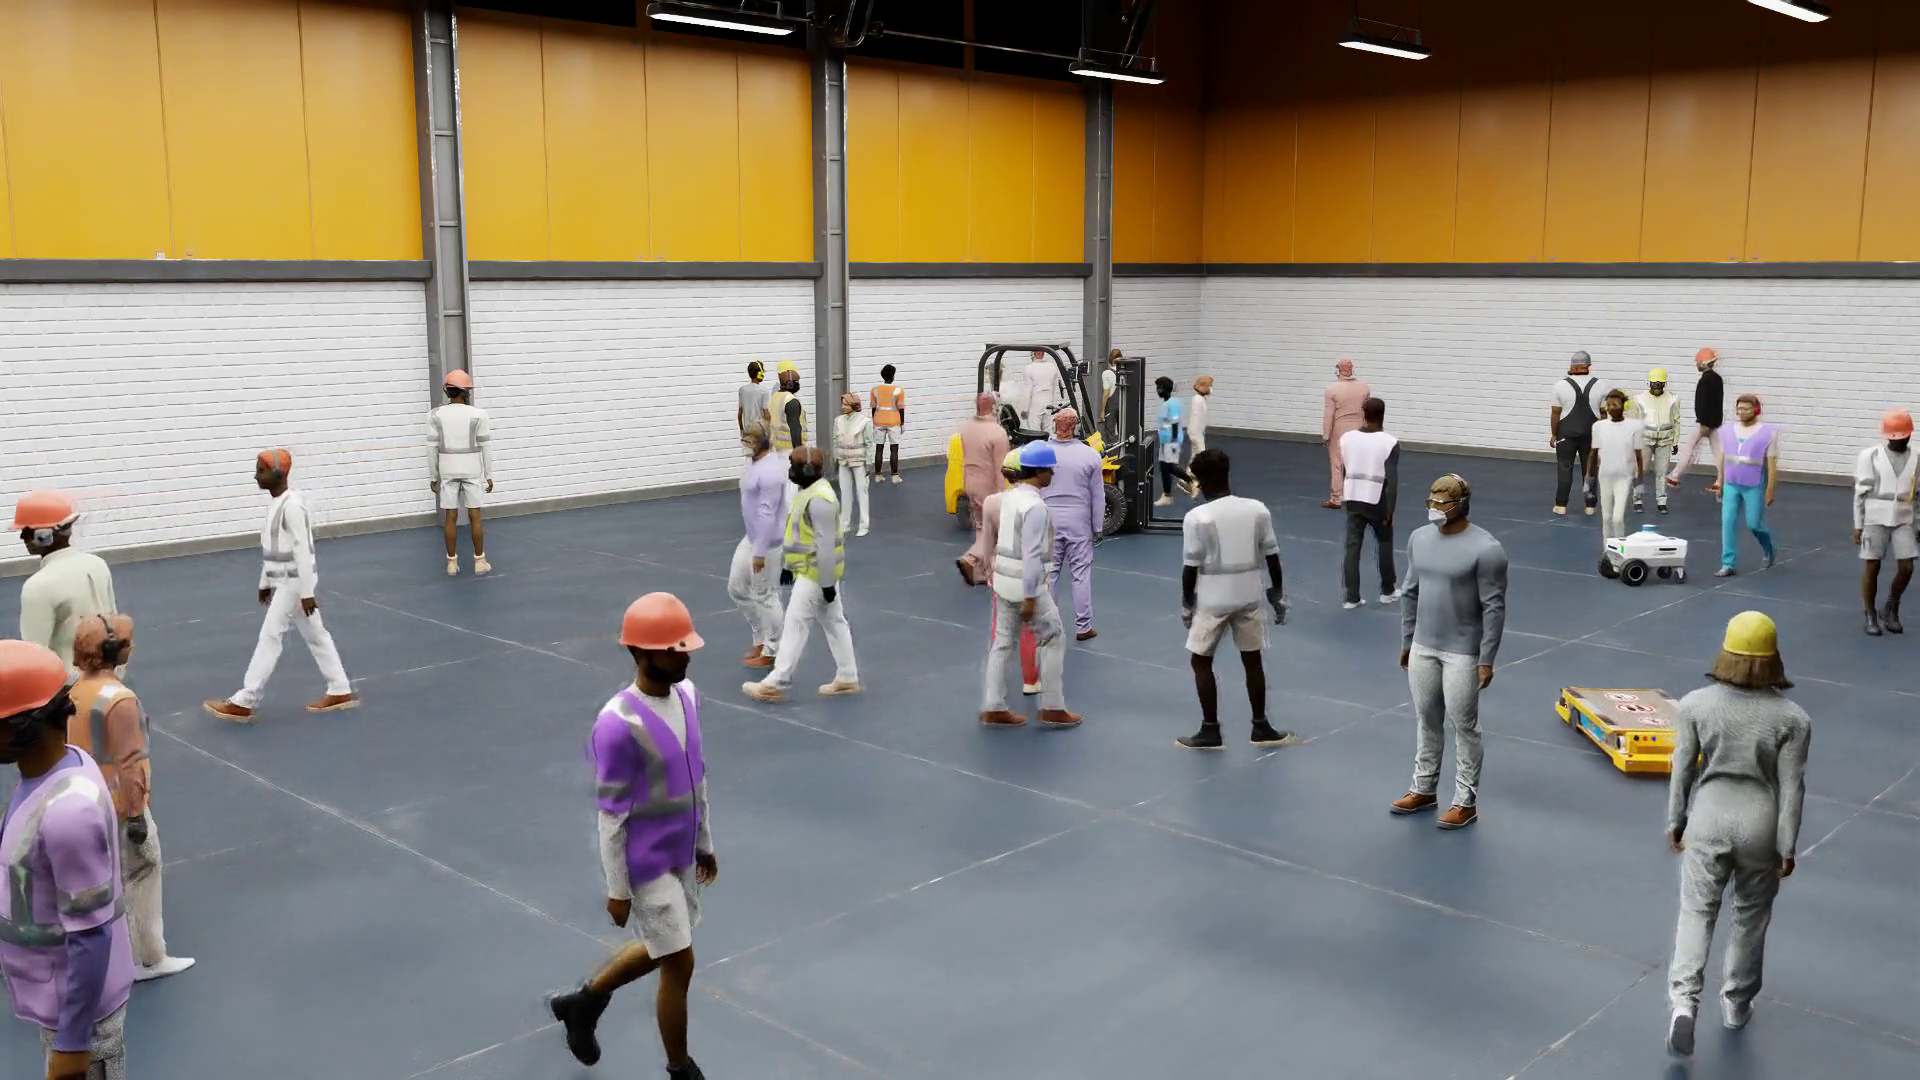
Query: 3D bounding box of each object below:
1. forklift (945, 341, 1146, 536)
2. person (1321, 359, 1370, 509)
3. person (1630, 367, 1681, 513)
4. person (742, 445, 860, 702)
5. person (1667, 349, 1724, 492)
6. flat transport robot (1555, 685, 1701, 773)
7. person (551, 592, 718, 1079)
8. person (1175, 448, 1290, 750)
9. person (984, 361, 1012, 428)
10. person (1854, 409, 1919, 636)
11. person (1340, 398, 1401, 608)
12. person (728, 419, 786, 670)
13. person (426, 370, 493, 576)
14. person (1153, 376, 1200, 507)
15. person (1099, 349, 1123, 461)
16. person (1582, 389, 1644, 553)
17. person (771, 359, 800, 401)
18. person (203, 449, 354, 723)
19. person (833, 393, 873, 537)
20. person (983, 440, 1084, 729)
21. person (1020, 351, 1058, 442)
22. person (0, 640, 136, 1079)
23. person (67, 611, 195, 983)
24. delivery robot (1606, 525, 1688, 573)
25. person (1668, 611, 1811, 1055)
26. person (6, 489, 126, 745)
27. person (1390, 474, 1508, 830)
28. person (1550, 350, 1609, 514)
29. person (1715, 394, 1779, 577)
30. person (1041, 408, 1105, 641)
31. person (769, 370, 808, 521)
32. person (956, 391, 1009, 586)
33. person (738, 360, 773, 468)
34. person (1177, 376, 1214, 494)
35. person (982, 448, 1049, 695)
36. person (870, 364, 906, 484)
[{"bbox_3d":[0.977,-1.223,19.452,2.313,2.155,1.214,2,9,11],"label":"forklift"},{"bbox_3d":[4.857,-1.340,21.075,0.638,1.901,0.402,-3,10,-19],"label":"person"},{"bbox_3d":[8.628,-1.234,20.671,0.592,1.825,0.403,2,9,11],"label":"person"},{"bbox_3d":[-1.129,0.237,11.703,0.911,1.804,0.632,-1,9,-5],"label":"person"},{"bbox_3d":[10.121,-1.639,22.780,0.619,1.940,1.009,-7,12,-38],"label":"person"},{"bbox_3d":[4.330,1.183,10.583,0.652,0.197,1.431,1,9,3],"label":"flat transport robot"},{"bbox_3d":[-1.160,1.111,5.990,0.773,1.918,0.544,3,10,19],"label":"person"},{"bbox_3d":[1.749,0.380,10.511,0.794,1.930,0.360,-3,10,-20],"label":"person"},{"bbox_3d":[0.423,-1.294,20.852,1.037,1.881,0.653,-1,9,-6],"label":"person"},{"bbox_3d":[7.655,-0.141,13.694,0.573,1.900,0.443,2,10,14],"label":"person"},{"bbox_3d":[3.743,-0.343,15.048,0.582,1.877,0.851,7,12,36],"label":"person"},{"bbox_3d":[-1.539,0.041,12.549,0.471,1.913,0.650,-4,10,-23],"label":"person"},{"bbox_3d":[-4.946,-0.664,16.493,0.616,2.040,0.373,-1,9,-8],"label":"person"},{"bbox_3d":[2.744,-1.248,21.191,0.564,1.673,0.566,-2,9,-12],"label":"person"},{"bbox_3d":[2.327,-1.944,24.940,0.517,1.844,0.332,-5,10,-28],"label":"person"},{"bbox_3d":[6.479,-0.571,16.521,0.549,1.843,0.642,8,12,39],"label":"person"},{"bbox_3d":[-2.300,-1.487,22.168,0.404,1.836,0.590,-4,10,-22],"label":"person"},{"bbox_3d":[-4.609,0.305,11.194,0.987,1.826,0.596,-5,11,-28],"label":"person"},{"bbox_3d":[-1.216,-0.853,18.894,0.515,1.636,0.315,5,11,30],"label":"person"},{"bbox_3d":[0.506,0.301,10.947,0.792,1.917,0.621,-4,10,-22],"label":"person"},{"bbox_3d":[1.173,-2.016,25.191,0.638,1.911,0.402,-7,12,-36],"label":"person"},{"bbox_3d":[-2.527,1.271,4.654,0.392,2.035,0.605,-6,11,-33],"label":"person"},{"bbox_3d":[-3.587,1.104,6.925,0.524,1.619,0.589,7,12,37],"label":"person"},{"bbox_3d":[6.647,0.096,16.095,0.707,0.478,0.477,-1,9,-7],"label":"delivery robot"},{"bbox_3d":[2.988,1.135,6.450,0.486,1.723,0.760,6,11,33],"label":"person"},{"bbox_3d":[-4.482,0.727,8.195,0.956,1.954,0.639,0,9,-1],"label":"person"},{"bbox_3d":[2.662,0.598,9.068,0.356,1.938,0.633,-6,11,-34],"label":"person"},{"bbox_3d":[7.643,-1.335,20.610,0.681,2.000,0.536,2,9,11],"label":"person"},{"bbox_3d":[7.799,-0.544,16.451,0.736,1.819,0.568,-7,12,-38],"label":"person"},{"bbox_3d":[0.872,-0.125,13.602,0.642,1.909,0.408,2,10,13],"label":"person"},{"bbox_3d":[-2.021,-1.102,19.790,0.429,1.842,0.636,-5,11,-29],"label":"person"},{"bbox_3d":[0.209,-0.467,15.775,0.611,1.890,0.651,-7,11,-36],"label":"person"},{"bbox_3d":[-2.603,-1.350,21.224,0.519,1.873,0.335,6,11,33],"label":"person"},{"bbox_3d":[3.178,-1.404,22.351,0.415,1.608,0.527,2,10,14],"label":"person"},{"bbox_3d":[0.405,0.225,11.884,0.523,1.769,0.314,5,11,29],"label":"person"},{"bbox_3d":[-1.015,-1.634,23.526,0.530,1.687,0.320,3,10,17],"label":"person"}]
